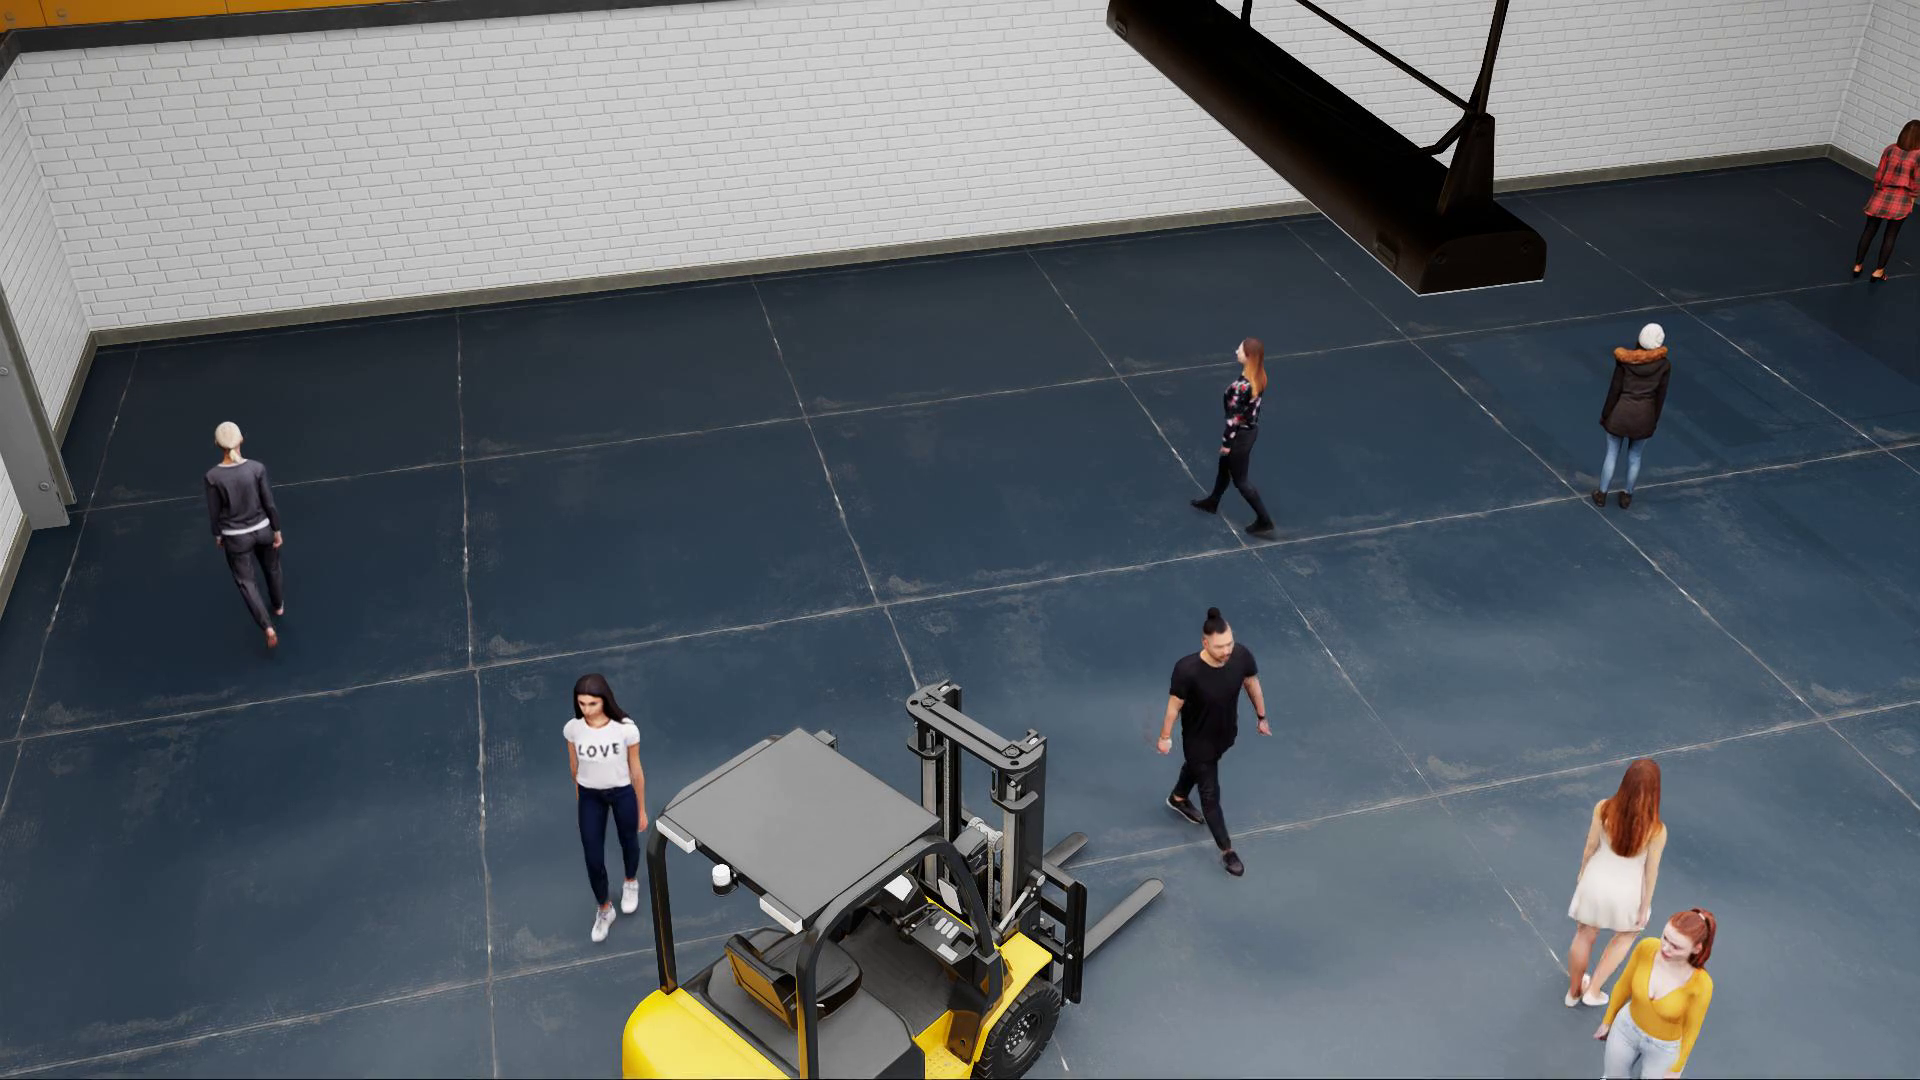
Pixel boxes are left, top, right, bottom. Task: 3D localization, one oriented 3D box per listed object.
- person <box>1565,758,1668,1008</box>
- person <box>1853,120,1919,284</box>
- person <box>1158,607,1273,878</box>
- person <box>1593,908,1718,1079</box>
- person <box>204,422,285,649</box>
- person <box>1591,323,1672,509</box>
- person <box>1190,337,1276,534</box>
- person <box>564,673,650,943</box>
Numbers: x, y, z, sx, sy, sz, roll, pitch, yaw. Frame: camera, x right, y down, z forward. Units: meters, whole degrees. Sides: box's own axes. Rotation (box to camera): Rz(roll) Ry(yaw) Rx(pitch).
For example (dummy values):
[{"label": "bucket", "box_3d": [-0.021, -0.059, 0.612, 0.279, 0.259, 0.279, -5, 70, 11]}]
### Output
[{"label": "person", "box_3d": [3.463, 1.918, 8.907, 0.719, 1.702, 0.782, 25, 41, 33]}, {"label": "person", "box_3d": [9.528, -3.471, 17.012, 0.753, 1.704, 0.634, -26, 41, -33]}, {"label": "person", "box_3d": [1.445, 1.098, 10.034, 0.966, 1.820, 1.187, -18, 38, -25]}, {"label": "person", "box_3d": [3.345, 2.438, 8.081, 0.727, 1.749, 0.601, -23, 40, -31]}, {"label": "person", "box_3d": [-5.058, -0.027, 11.831, 0.790, 1.703, 1.078, -18, 38, -25]}, {"label": "person", "box_3d": [5.392, -0.997, 13.354, 0.722, 1.633, 0.741, 7, 34, 11]}, {"label": "person", "box_3d": [2.265, -0.793, 13.027, 1.053, 1.655, 1.003, 17, 37, 23]}, {"label": "person", "box_3d": [-1.992, 1.435, 9.583, 0.681, 1.758, 0.816, -2, 34, -3]}]
